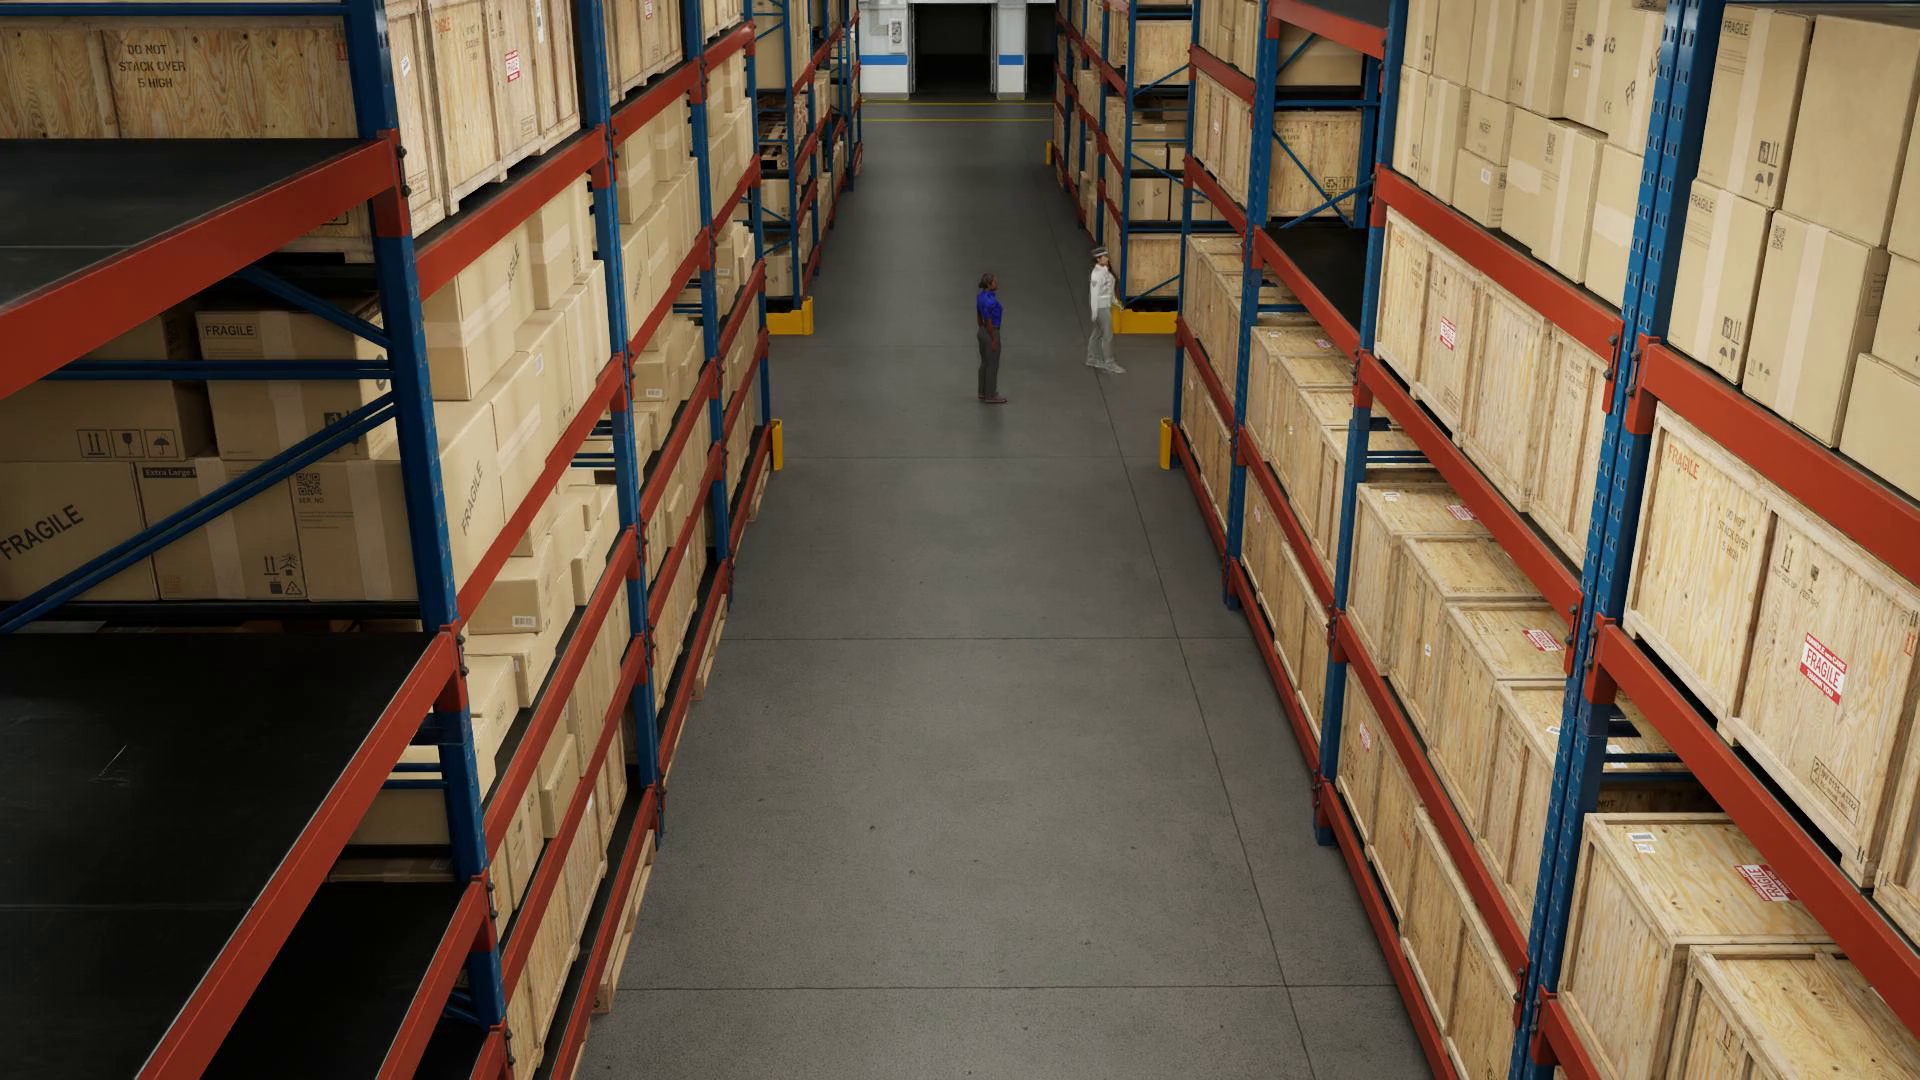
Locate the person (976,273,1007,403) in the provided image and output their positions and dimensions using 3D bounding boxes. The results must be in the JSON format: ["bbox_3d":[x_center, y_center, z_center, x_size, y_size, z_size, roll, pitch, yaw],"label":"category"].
[{"bbox_3d":[0.398,-2.592,21.232,0.348,1.659,0.440,-8,23,-19],"label":"person"}]

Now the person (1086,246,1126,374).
[{"bbox_3d":[2.013,-3.143,22.541,0.587,1.693,0.493,5,22,13],"label":"person"}]
